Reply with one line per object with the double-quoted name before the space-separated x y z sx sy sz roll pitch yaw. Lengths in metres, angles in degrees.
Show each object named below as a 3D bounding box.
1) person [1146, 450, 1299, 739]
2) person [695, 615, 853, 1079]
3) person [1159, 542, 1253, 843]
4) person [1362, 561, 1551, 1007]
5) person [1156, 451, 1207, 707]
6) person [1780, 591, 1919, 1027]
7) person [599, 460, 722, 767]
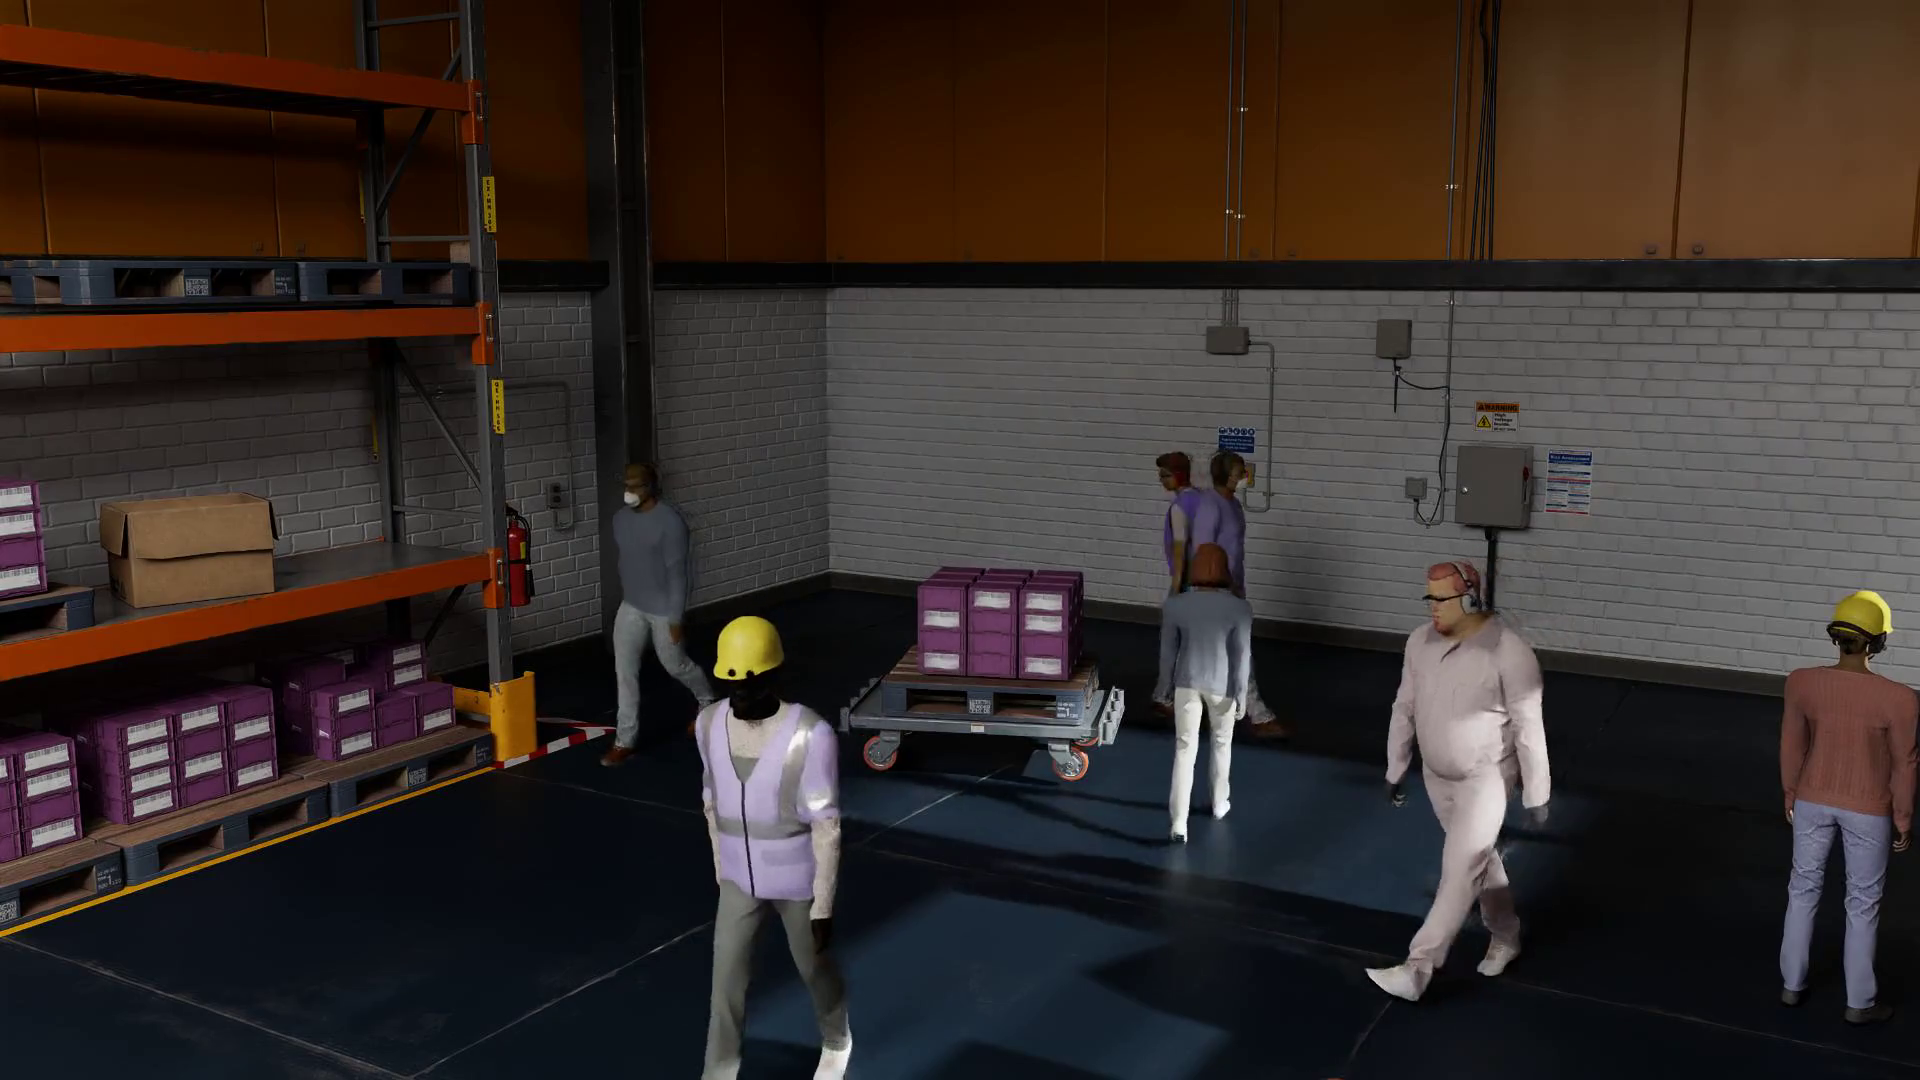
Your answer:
"person" 1.706 0.343 10.964 1.048 1.889 0.643 4 10 21
"person" -0.659 1.166 5.889 0.609 1.871 1.024 4 10 23
"person" 1.307 0.812 8.969 0.506 1.591 0.856 3 9 16
"person" 2.062 1.006 6.960 1.059 1.837 0.688 -5 11 -31
"person" 1.596 0.291 11.492 0.499 1.818 0.659 4 10 22
"person" 3.590 1.079 6.743 0.308 1.769 0.525 -8 12 -41
"person" -1.893 0.416 10.531 0.636 1.897 1.002 6 11 31
